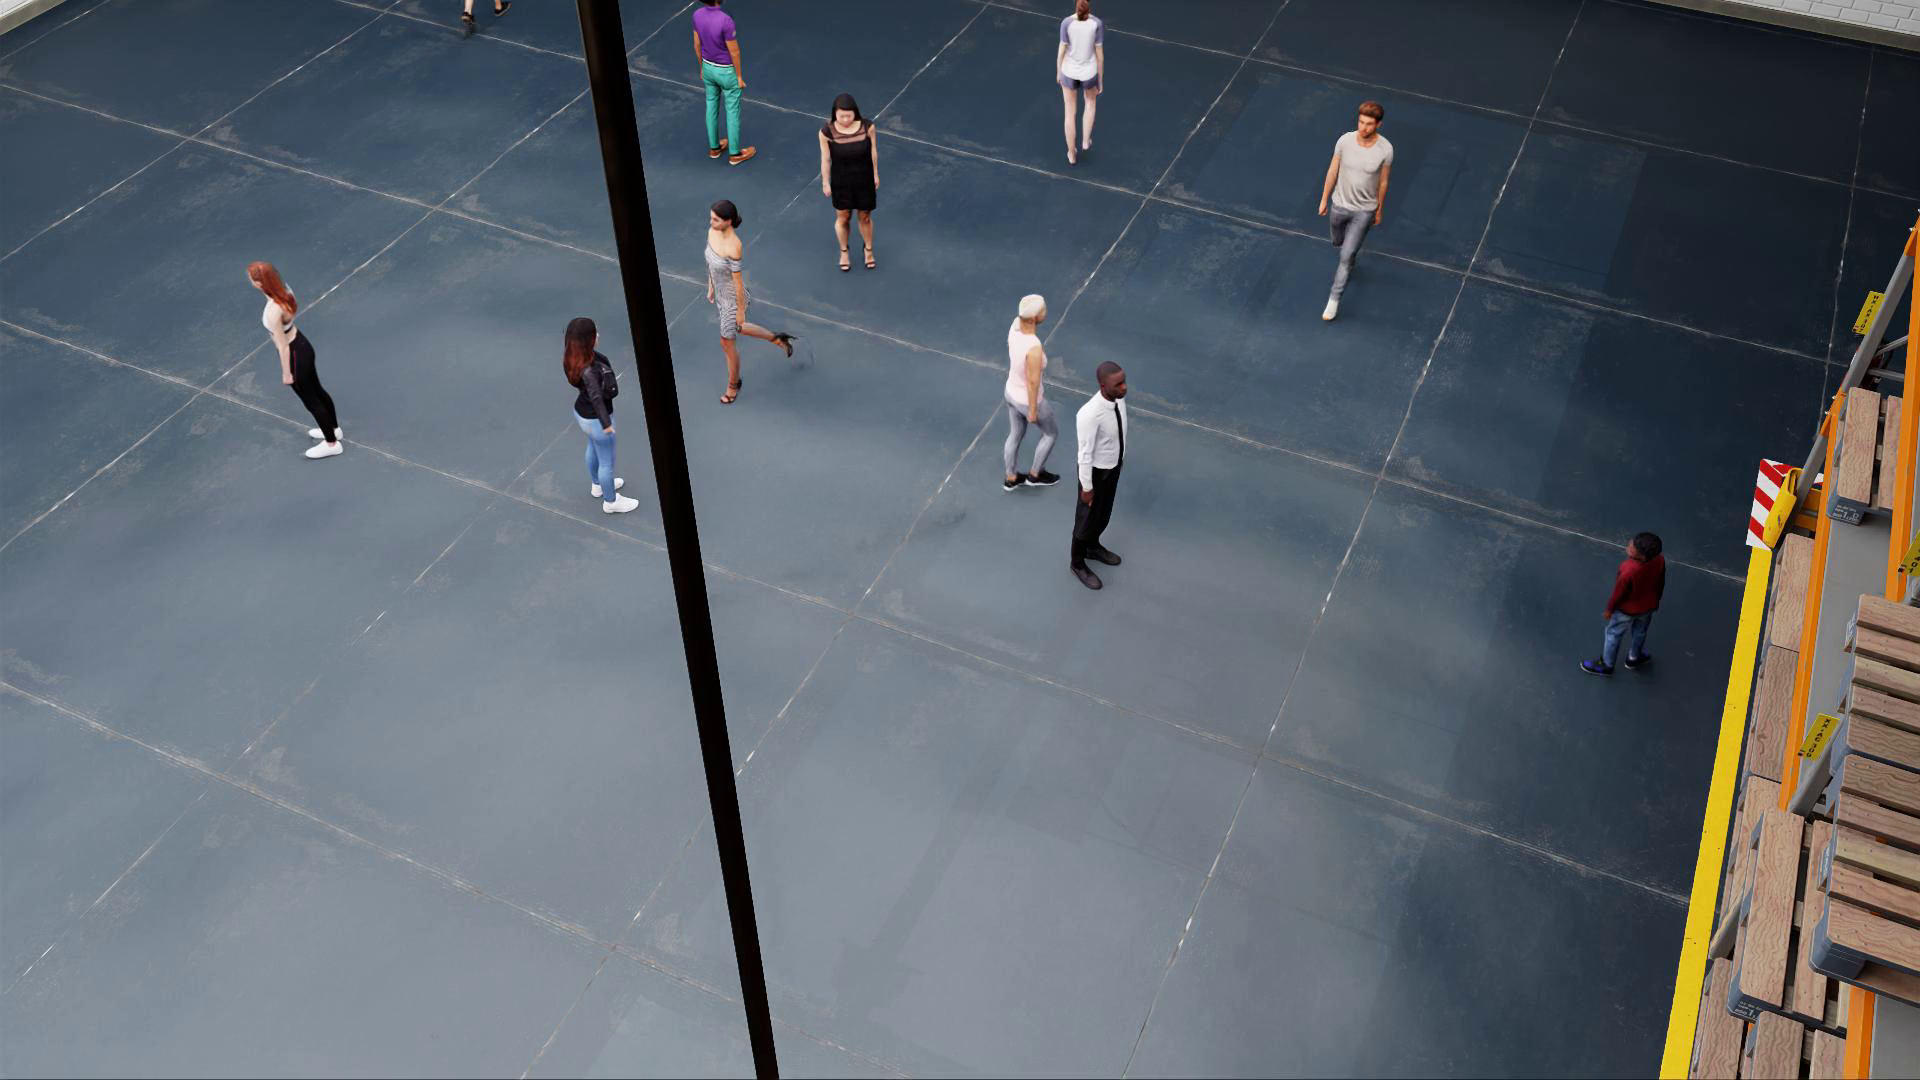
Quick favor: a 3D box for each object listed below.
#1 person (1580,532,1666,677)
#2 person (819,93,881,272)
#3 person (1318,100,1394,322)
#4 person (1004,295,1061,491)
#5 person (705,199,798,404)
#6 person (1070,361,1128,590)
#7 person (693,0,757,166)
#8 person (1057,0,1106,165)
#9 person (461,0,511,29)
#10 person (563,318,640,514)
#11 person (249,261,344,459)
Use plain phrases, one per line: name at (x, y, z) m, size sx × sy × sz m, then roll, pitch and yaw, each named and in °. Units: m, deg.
person at (4.476, 0.417, 10.917) m, size 0.693 × 1.240 × 0.755 m, roll -5°, pitch 44°, yaw -5°
person at (-0.931, -3.064, 14.232) m, size 0.751 × 1.709 × 0.788 m, roll -8°, pitch 44°, yaw -9°
person at (3.304, -2.824, 13.865) m, size 0.695 × 1.867 × 1.174 m, roll 20°, pitch 47°, yaw 20°
person at (0.409, -1.021, 12.082) m, size 0.779 × 1.716 × 0.720 m, roll -20°, pitch 47°, yaw -20°
person at (-1.698, -1.881, 12.922) m, size 1.050 × 1.801 × 0.918 m, roll -22°, pitch 48°, yaw -22°
person at (0.956, -0.482, 11.428) m, size 0.726 × 1.837 × 0.510 m, roll 24°, pitch 48°, yaw 23°
person at (-2.250, -4.386, 15.577) m, size 0.637 × 1.767 × 0.541 m, roll 21°, pitch 47°, yaw 20°
person at (1.116, -4.297, 15.491) m, size 0.716 × 1.756 × 0.785 m, roll 2°, pitch 44°, yaw 2°
person at (-5.188, -6.202, 17.650) m, size 0.637 × 1.536 × 1.022 m, roll 12°, pitch 45°, yaw 12°
person at (-2.636, -0.912, 12.023) m, size 0.755 × 1.638 × 0.727 m, roll -21°, pitch 47°, yaw -20°
person at (-4.942, -1.361, 12.419) m, size 0.722 × 1.742 × 0.614 m, roll -4°, pitch 44°, yaw -4°
